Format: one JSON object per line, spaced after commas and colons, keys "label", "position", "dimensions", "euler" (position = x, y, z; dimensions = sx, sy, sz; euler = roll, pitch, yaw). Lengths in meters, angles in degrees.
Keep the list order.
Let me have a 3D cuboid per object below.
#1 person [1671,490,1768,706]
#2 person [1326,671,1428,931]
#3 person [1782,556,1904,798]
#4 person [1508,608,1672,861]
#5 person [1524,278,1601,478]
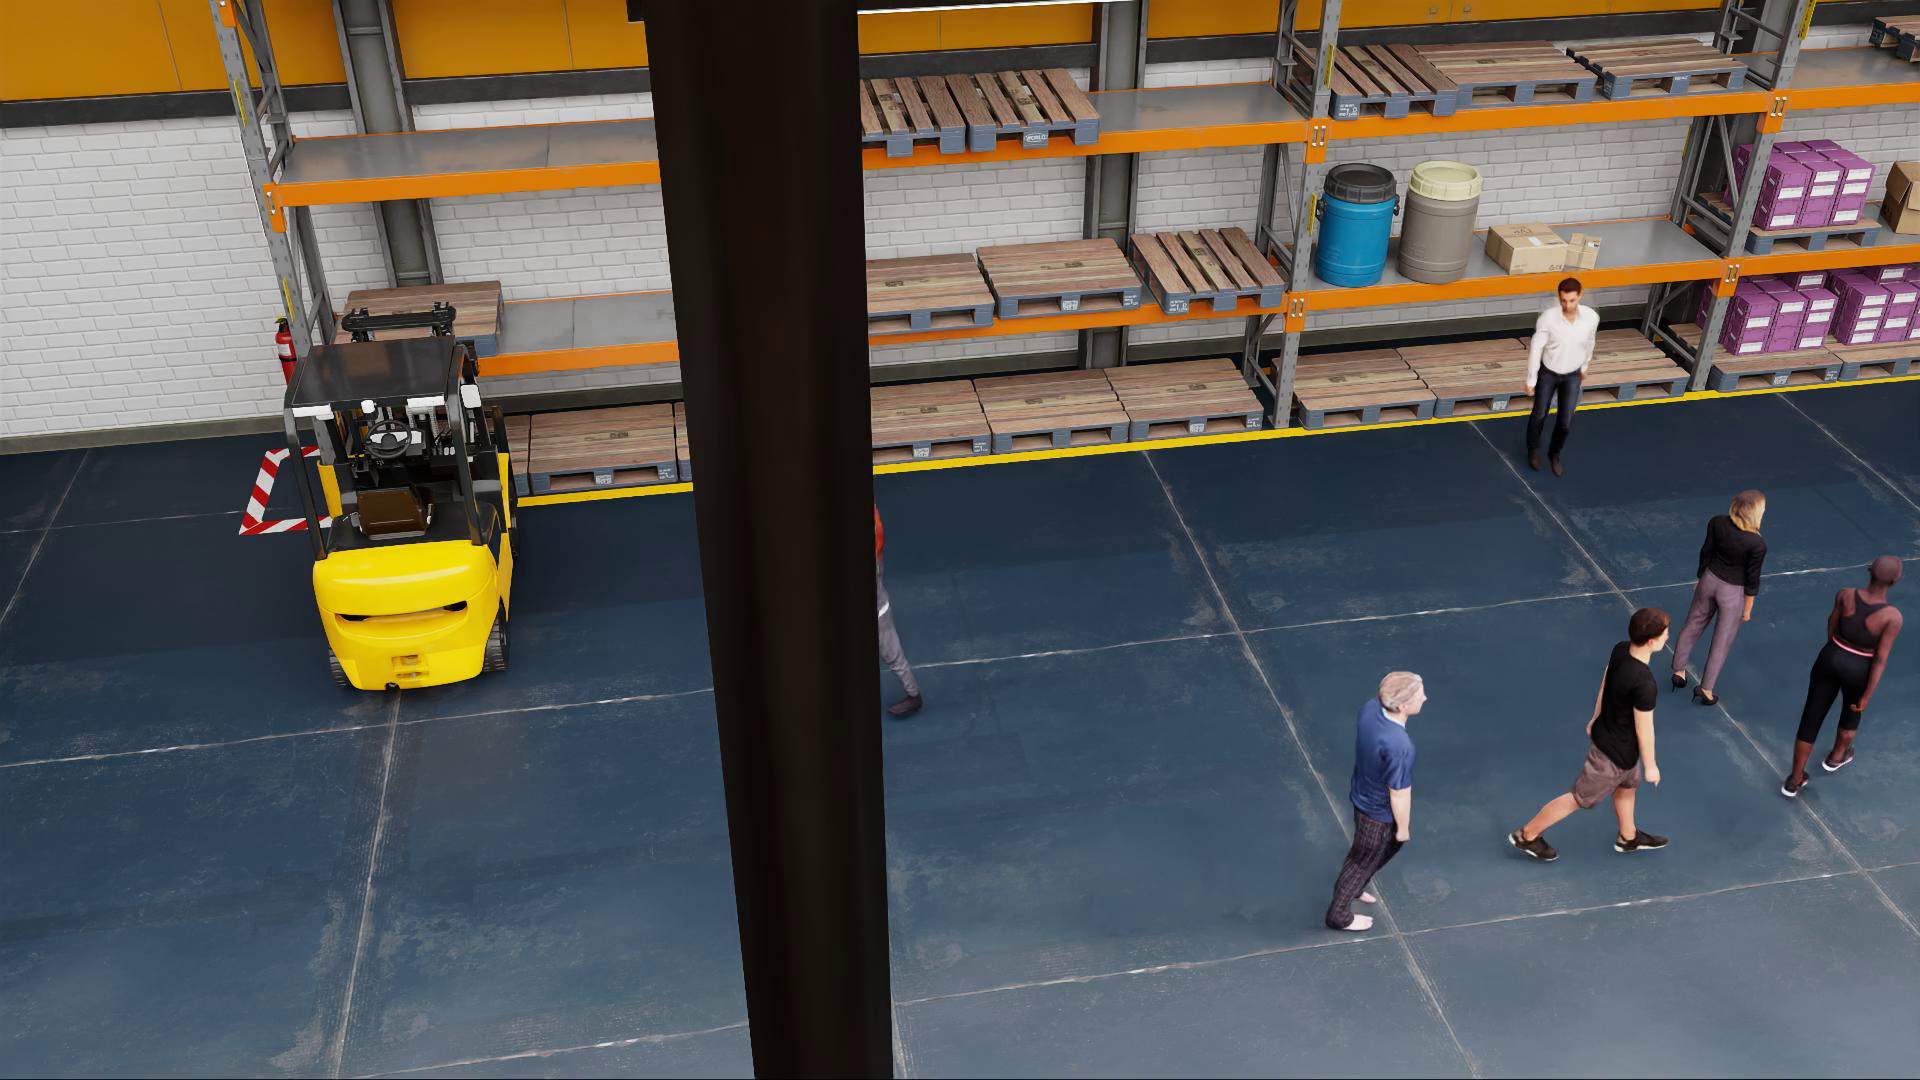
{"label": "person", "position": [5.091, 0.379, 11.138], "dimensions": [0.643, 1.671, 0.667], "euler": [-18, 38, -25]}
{"label": "person", "position": [2.246, 1.480, 9.319], "dimensions": [0.713, 1.852, 0.700], "euler": [-2, 34, -4]}
{"label": "person", "position": [5.433, 0.876, 10.334], "dimensions": [1.032, 1.735, 0.889], "euler": [-28, 43, -35]}
{"label": "person", "position": [3.760, 1.195, 9.771], "dimensions": [1.290, 1.826, 0.927], "euler": [4, 34, 6]}
{"label": "person", "position": [4.897, -1.379, 13.646], "dimensions": [0.805, 1.824, 0.873], "euler": [0, 34, 0]}
